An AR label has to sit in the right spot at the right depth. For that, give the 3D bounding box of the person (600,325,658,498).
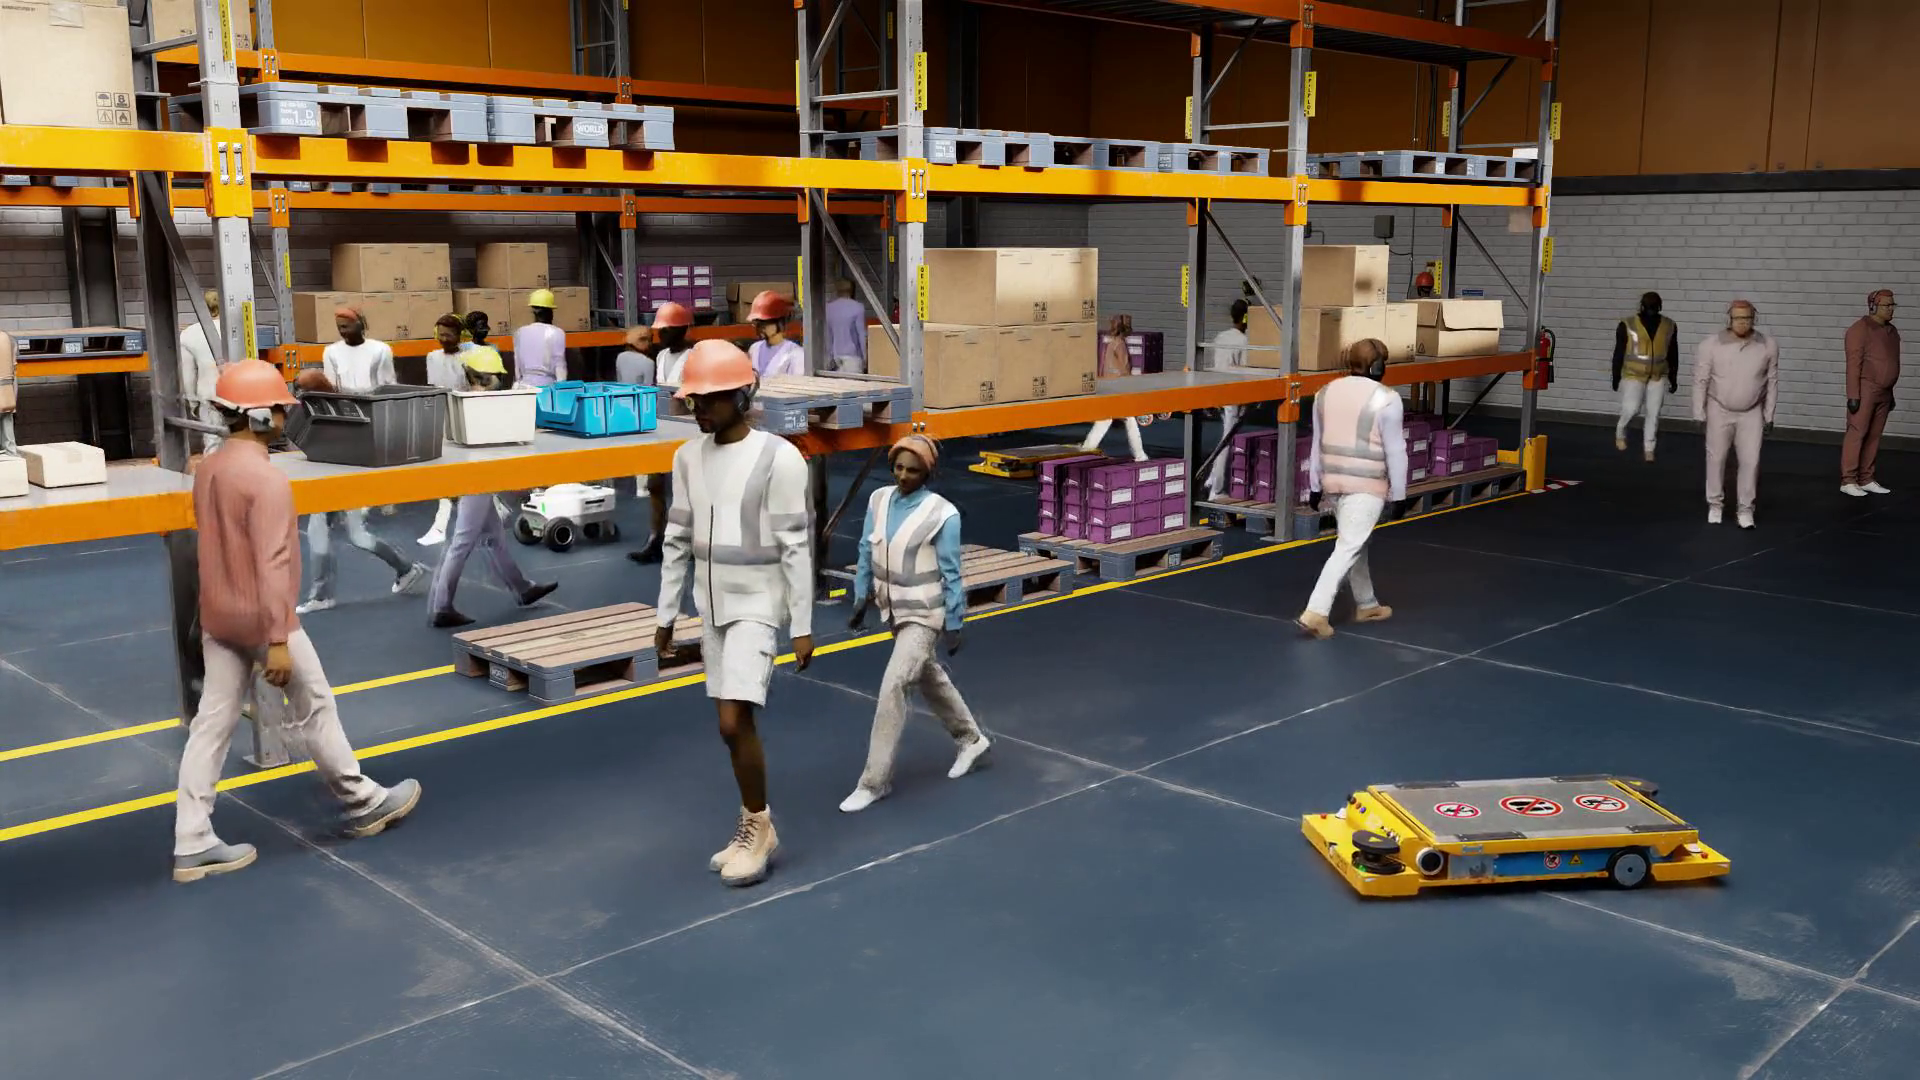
[{"bbox_3d":[-2.981,-1.152,15.140,0.514,1.610,0.514,8,13,36],"label":"person"}]

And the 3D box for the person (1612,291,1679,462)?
[{"bbox_3d":[7.341,-1.765,17.868,0.654,1.822,0.547,1,10,6],"label":"person"}]

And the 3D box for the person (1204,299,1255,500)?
[{"bbox_3d":[2.441,-1.259,15.096,0.482,1.835,0.532,-6,12,-29],"label":"person"}]

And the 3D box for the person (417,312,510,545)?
[{"bbox_3d":[-3.979,-0.913,13.263,0.481,1.813,0.998,6,12,29],"label":"person"}]

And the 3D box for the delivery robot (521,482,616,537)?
[{"bbox_3d":[-3.035,-0.272,12.928,0.477,0.478,0.707,10,14,42],"label":"delivery robot"}]

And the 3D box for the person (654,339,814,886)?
[{"bbox_3d":[-0.883,0.279,6.161,0.655,2.025,0.575,8,13,37],"label":"person"}]

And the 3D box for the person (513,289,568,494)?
[{"bbox_3d":[-3.839,-1.355,15.372,0.612,1.911,0.412,5,11,24],"label":"person"}]

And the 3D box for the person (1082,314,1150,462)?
[{"bbox_3d":[1.617,-1.539,17.261,0.876,1.594,0.525,0,10,2],"label":"person"}]

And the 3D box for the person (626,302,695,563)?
[{"bbox_3d":[-2.139,-0.756,12.102,0.571,1.913,0.780,10,14,42],"label":"person"}]

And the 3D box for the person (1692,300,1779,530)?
[{"bbox_3d":[6.359,-1.014,13.638,0.664,1.867,0.900,3,11,17],"label":"person"}]

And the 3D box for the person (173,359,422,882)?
[{"bbox_3d":[-2.628,0.280,6.383,0.642,1.937,1.008,8,13,38],"label":"person"}]

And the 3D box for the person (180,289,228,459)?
[{"bbox_3d":[-6.460,-1.221,14.581,0.631,1.940,0.372,-2,11,-11],"label":"person"}]

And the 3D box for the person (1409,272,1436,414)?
[{"bbox_3d":[5.922,-2.455,21.302,0.548,1.942,0.348,-2,11,-13],"label":"person"}]

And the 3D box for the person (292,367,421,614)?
[{"bbox_3d":[-3.945,-0.339,10.766,0.510,1.587,0.801,10,14,43],"label":"person"}]

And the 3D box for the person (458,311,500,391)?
[{"bbox_3d":[-4.546,-1.320,15.781,0.319,1.697,0.532,6,12,29],"label":"person"}]

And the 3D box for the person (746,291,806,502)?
[{"bbox_3d":[-1.387,-0.720,11.644,0.621,2.006,0.881,10,14,43],"label":"person"}]

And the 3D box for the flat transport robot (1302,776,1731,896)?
[{"bbox_3d":[2.110,1.117,6.380,1.431,0.197,0.652,-1,11,-8],"label":"flat transport robot"}]

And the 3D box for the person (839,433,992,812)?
[{"bbox_3d":[-0.161,0.318,7.127,0.841,1.595,0.522,-9,14,-40],"label":"person"}]

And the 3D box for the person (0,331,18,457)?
[{"bbox_3d":[-8.205,-1.121,14.066,0.366,1.926,0.593,1,10,6],"label":"person"}]

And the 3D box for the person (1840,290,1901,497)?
[{"bbox_3d":[8.474,-1.361,15.435,0.651,1.907,0.409,-6,12,-30],"label":"person"}]

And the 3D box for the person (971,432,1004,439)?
[{"bbox_3d":[0.336,-2.078,19.718,0.525,1.772,0.308,-9,14,-42],"label":"person"}]

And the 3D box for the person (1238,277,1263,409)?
[{"bbox_3d":[4.019,-2.784,23.402,0.538,1.830,0.889,-3,11,-16],"label":"person"}]

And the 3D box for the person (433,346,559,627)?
[{"bbox_3d":[-2.922,-0.340,10.374,0.927,1.717,0.527,-8,13,-36],"label":"person"}]

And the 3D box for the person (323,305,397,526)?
[{"bbox_3d":[-4.999,-1.052,13.971,0.585,1.839,0.957,0,10,2],"label":"person"}]

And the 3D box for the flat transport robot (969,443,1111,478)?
[{"bbox_3d":[0.851,-0.815,16.920,1.431,0.197,0.652,-8,13,-37],"label":"flat transport robot"}]

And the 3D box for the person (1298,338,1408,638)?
[{"bbox_3d":[2.369,-0.321,10.077,0.942,1.804,0.640,-7,13,-35],"label":"person"}]

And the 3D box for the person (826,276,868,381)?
[{"bbox_3d":[-1.409,-2.232,20.160,0.636,1.924,0.762,10,14,43],"label":"person"}]
